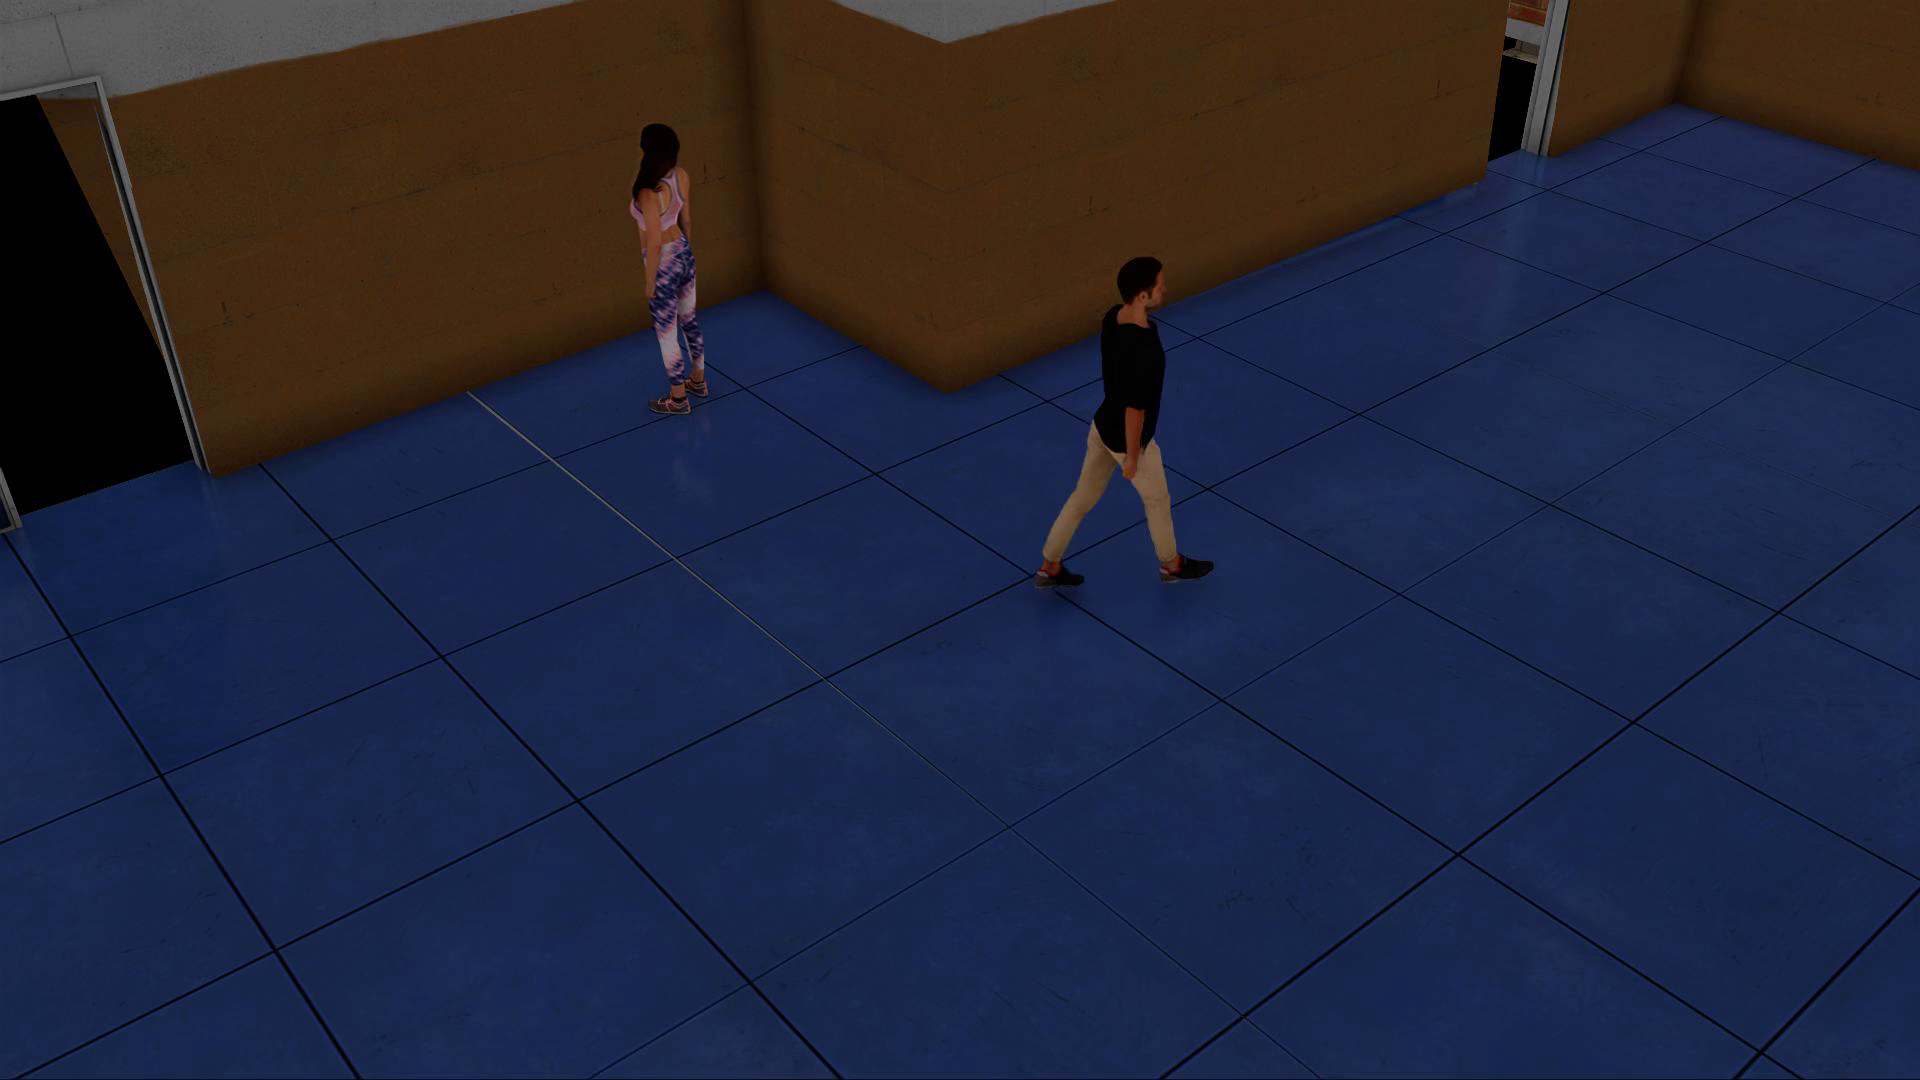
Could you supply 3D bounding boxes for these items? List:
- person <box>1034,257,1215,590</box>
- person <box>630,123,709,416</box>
[{"bbox_3d":[0.701,-0.488,8.009,1.010,1.811,1.193,-10,35,-14],"label":"person"},{"bbox_3d":[-1.695,-1.579,9.712,0.682,1.767,0.677,14,36,20],"label":"person"}]
